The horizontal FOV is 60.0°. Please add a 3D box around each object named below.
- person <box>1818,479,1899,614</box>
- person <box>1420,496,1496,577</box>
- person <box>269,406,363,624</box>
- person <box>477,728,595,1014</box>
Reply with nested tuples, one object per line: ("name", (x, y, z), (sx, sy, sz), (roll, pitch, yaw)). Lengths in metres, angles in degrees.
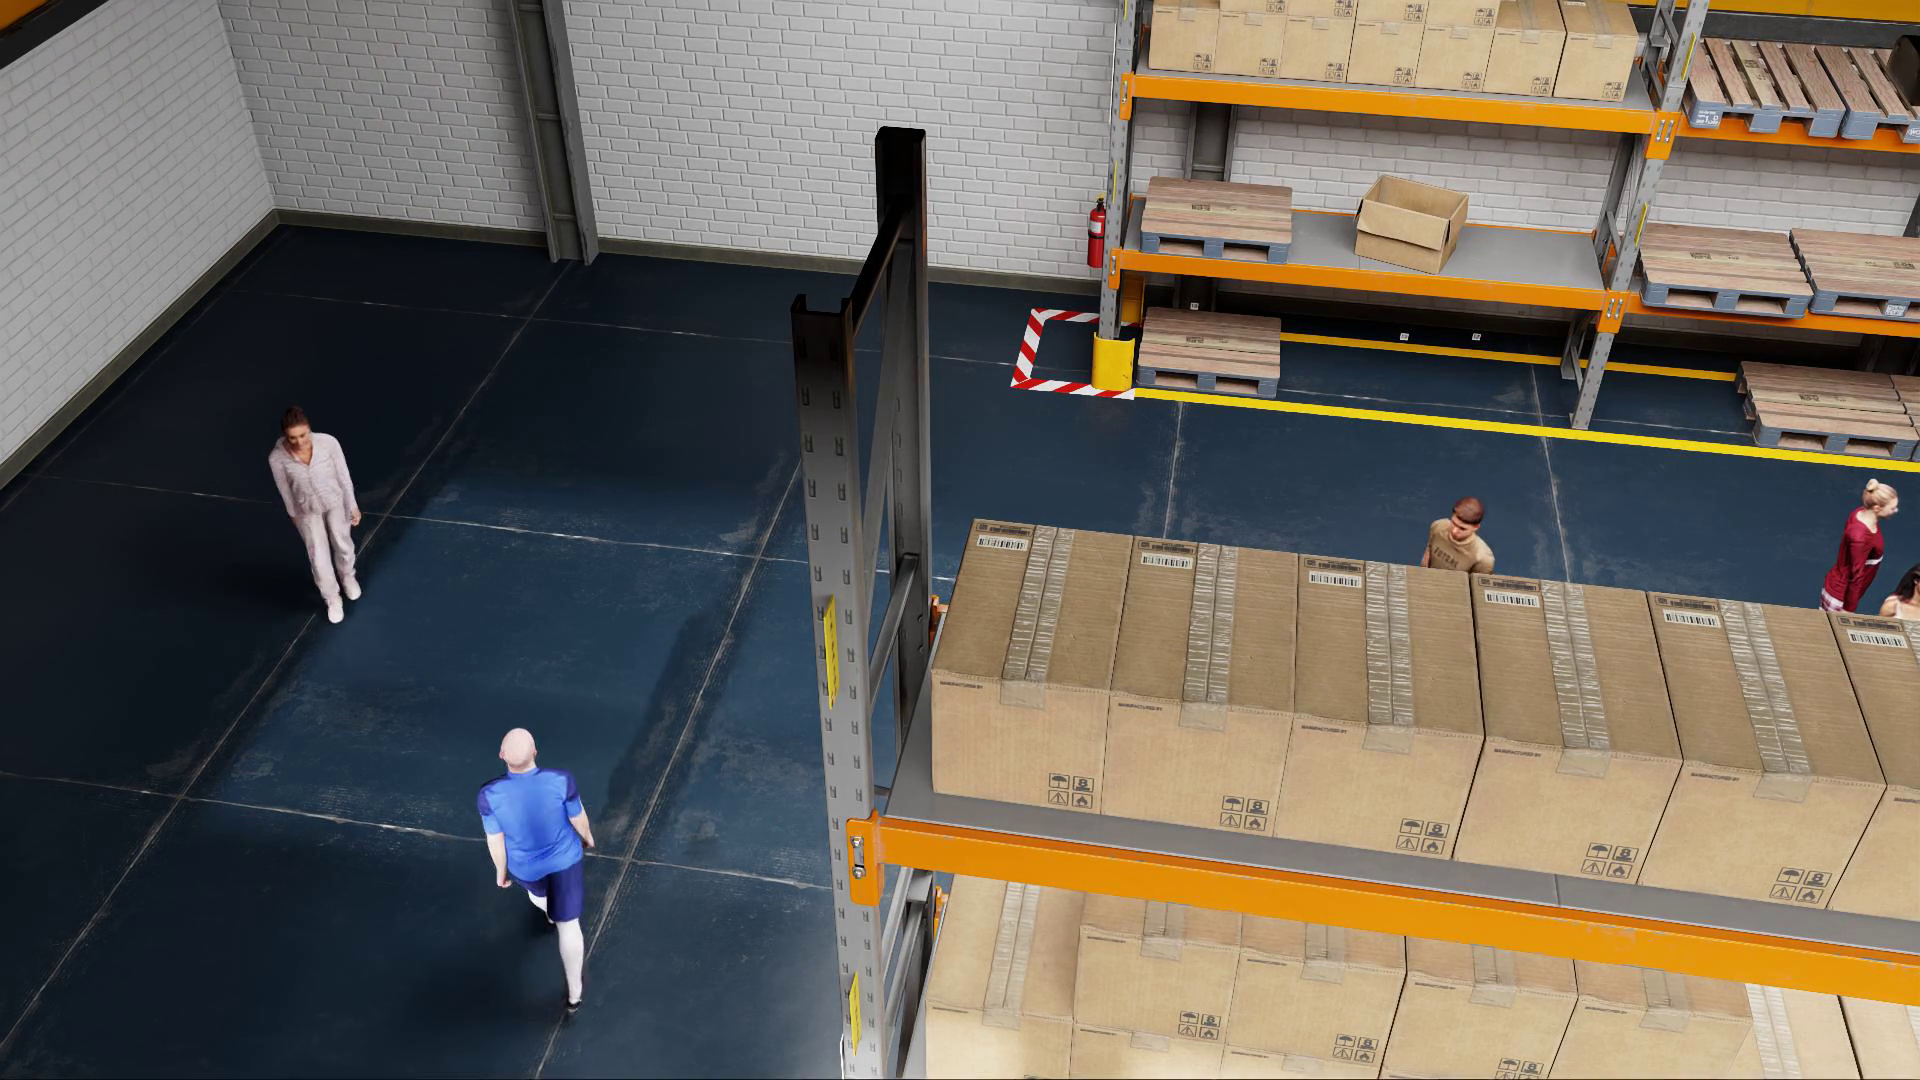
("person", (5.830, 0.311, 10.973), (0.587, 1.702, 0.659), (16, 41, 19))
("person", (3.194, 0.412, 10.738), (0.912, 1.839, 0.853), (-22, 44, -25))
("person", (-4.517, -0.279, 11.736), (0.821, 1.672, 0.880), (-21, 43, -24))
("person", (-2.251, 1.804, 9.028), (1.217, 1.797, 1.040), (-7, 39, -9))
